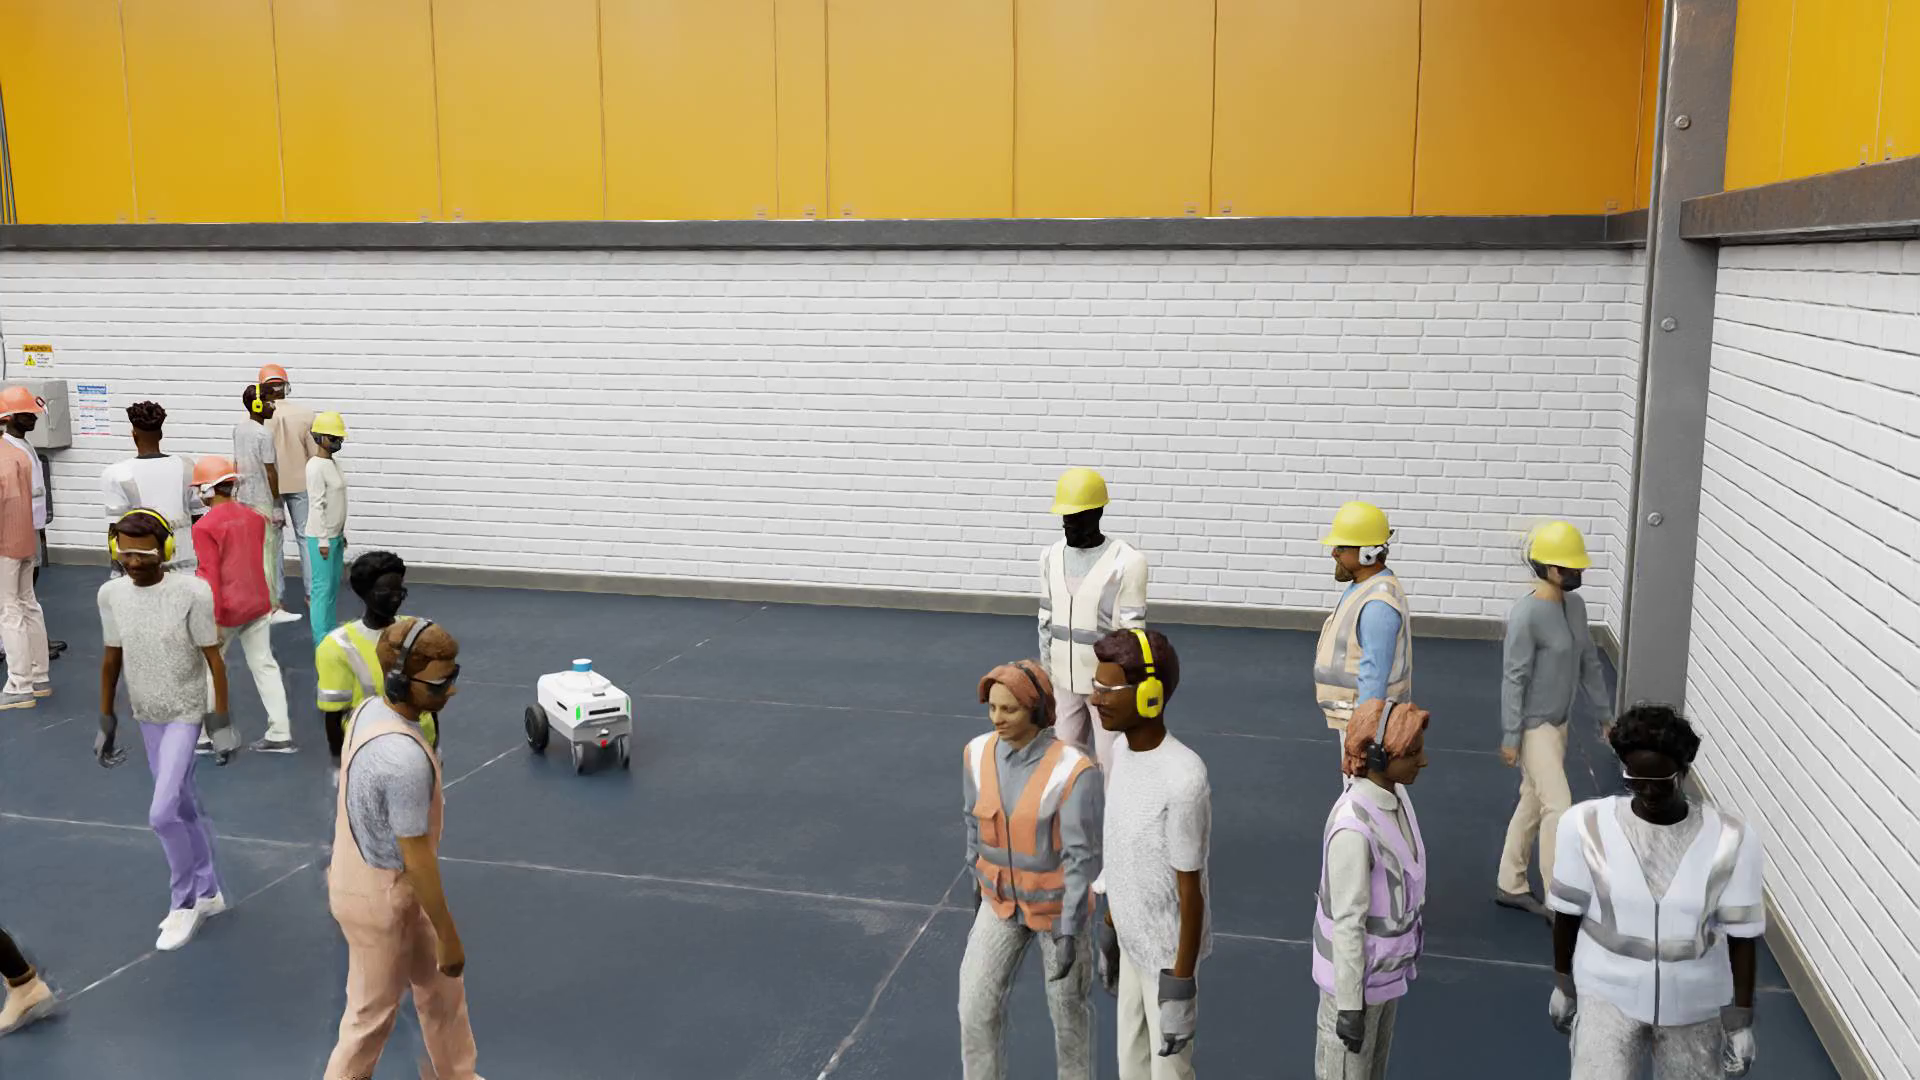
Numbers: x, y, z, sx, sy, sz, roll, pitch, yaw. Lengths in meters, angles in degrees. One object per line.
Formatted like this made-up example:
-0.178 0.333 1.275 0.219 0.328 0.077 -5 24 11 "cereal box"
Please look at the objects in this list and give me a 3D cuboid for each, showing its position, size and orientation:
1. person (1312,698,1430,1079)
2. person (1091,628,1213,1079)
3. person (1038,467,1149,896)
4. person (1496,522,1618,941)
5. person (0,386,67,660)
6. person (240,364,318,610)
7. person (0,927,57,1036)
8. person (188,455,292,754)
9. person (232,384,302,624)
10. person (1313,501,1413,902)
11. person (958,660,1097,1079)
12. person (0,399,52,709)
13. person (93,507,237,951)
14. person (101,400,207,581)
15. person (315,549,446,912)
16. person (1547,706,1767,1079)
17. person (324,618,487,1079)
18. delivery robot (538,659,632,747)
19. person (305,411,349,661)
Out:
1.142 1.239 4.681 0.312 1.632 0.519 5 11 27 "person"
0.523 1.150 4.542 0.340 1.862 0.513 -3 10 -16 "person"
0.566 0.625 7.468 0.580 1.919 0.387 8 13 40 "person"
2.527 0.788 7.001 0.552 1.750 0.554 9 13 42 "person"
-6.598 -0.116 11.758 0.362 1.938 0.545 -3 10 -17 "person"
-5.475 -0.426 13.442 0.611 1.985 0.393 -6 12 -33 "person"
-3.673 1.043 5.810 0.882 1.648 0.547 -8 12 -39 "person"
-4.217 0.379 9.480 0.797 1.712 0.598 2 10 14 "person"
-5.433 -0.280 12.939 0.526 1.864 0.315 7 12 35 "person"
1.701 0.739 7.064 0.403 1.824 0.592 1 10 9 "person"
0.183 1.172 5.127 0.540 1.612 0.665 7 12 34 "person"
-6.049 0.069 10.501 0.395 1.992 0.622 -1 10 -6 "person"
-3.309 0.767 6.866 0.591 1.830 0.630 3 10 18 "person"
-4.953 0.121 10.281 0.609 1.965 0.369 -9 13 -44 "person"
-2.370 0.856 6.775 0.572 1.685 0.538 8 12 38 "person"
1.827 1.264 4.418 0.528 1.664 0.704 3 10 17 "person"
-1.619 1.101 5.013 0.853 1.791 0.577 -4 11 -25 "person"
-2.136 0.921 9.442 0.477 0.478 0.707 -6 11 -31 "delivery robot"
-4.440 -0.028 11.756 0.329 1.765 0.525 -1 10 -4 "person"
